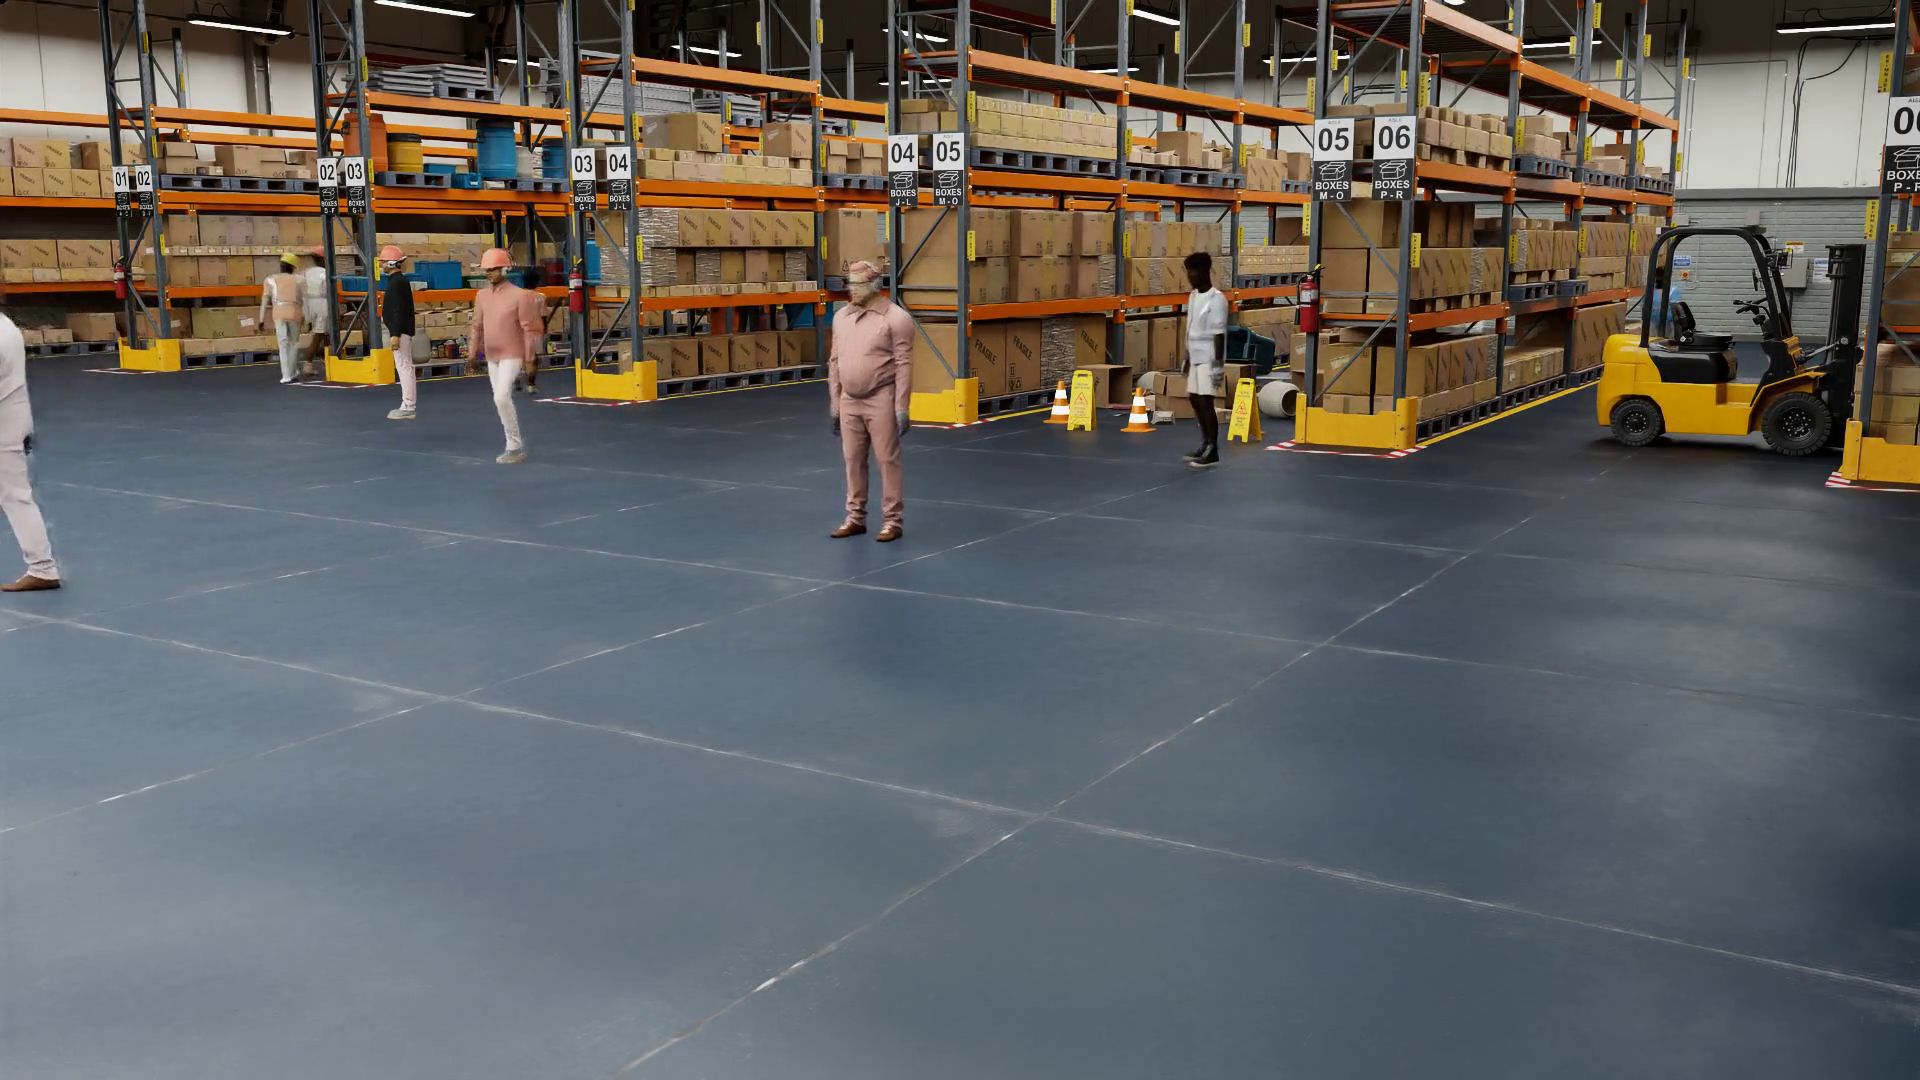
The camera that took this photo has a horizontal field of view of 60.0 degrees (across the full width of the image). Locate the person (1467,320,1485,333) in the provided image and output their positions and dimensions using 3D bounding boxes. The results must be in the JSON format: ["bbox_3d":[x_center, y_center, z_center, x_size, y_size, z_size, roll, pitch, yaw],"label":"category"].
[{"bbox_3d":[9.950,-4.659,32.343,0.645,1.842,0.392,8,13,38],"label":"person"}]

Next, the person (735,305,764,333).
[{"bbox_3d":[-3.705,-4.181,29.245,0.622,1.989,0.399,6,12,29],"label":"person"}]

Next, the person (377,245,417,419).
[{"bbox_3d":[-6.503,-2.399,19.253,0.384,1.996,0.610,-2,10,-10],"label":"person"}]

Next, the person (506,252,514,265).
[{"bbox_3d":[-7.731,-3.978,28.455,0.535,1.868,0.309,5,11,26],"label":"person"}]

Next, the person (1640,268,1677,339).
[{"bbox_3d":[10.668,-3.329,25.428,0.538,1.644,0.886,5,11,28],"label":"person"}]

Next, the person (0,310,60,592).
[{"bbox_3d":[-5.716,-0.612,9.587,0.906,1.867,0.672,-3,10,-14],"label":"person"}]

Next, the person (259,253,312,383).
[{"bbox_3d":[-9.851,-3.231,24.263,0.691,1.863,0.927,-4,11,-21],"label":"person"}]

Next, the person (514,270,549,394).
[{"bbox_3d":[-5.769,-2.764,22.218,0.534,1.676,0.459,1,10,4],"label":"person"}]

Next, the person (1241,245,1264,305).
[{"bbox_3d":[6.063,-5.095,34.228,0.758,2.000,0.720,-1,10,-6],"label":"person"}]

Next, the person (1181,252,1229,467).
[{"bbox_3d":[2.255,-1.645,15.164,0.538,1.945,0.707,-3,11,-16],"label":"person"}]

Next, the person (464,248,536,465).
[{"bbox_3d":[-4.235,-1.672,15.234,0.621,1.969,0.601,6,12,32],"label":"person"}]

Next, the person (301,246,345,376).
[{"bbox_3d":[-9.807,-3.516,25.578,0.600,1.979,1.102,4,11,23],"label":"person"}]

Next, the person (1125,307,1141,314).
[{"bbox_3d":[3.023,-4.290,30.004,0.545,1.939,0.354,5,11,26],"label":"person"}]

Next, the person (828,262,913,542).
[{"bbox_3d":[-0.638,-0.931,11.323,0.648,1.894,0.399,7,12,33],"label":"person"}]
